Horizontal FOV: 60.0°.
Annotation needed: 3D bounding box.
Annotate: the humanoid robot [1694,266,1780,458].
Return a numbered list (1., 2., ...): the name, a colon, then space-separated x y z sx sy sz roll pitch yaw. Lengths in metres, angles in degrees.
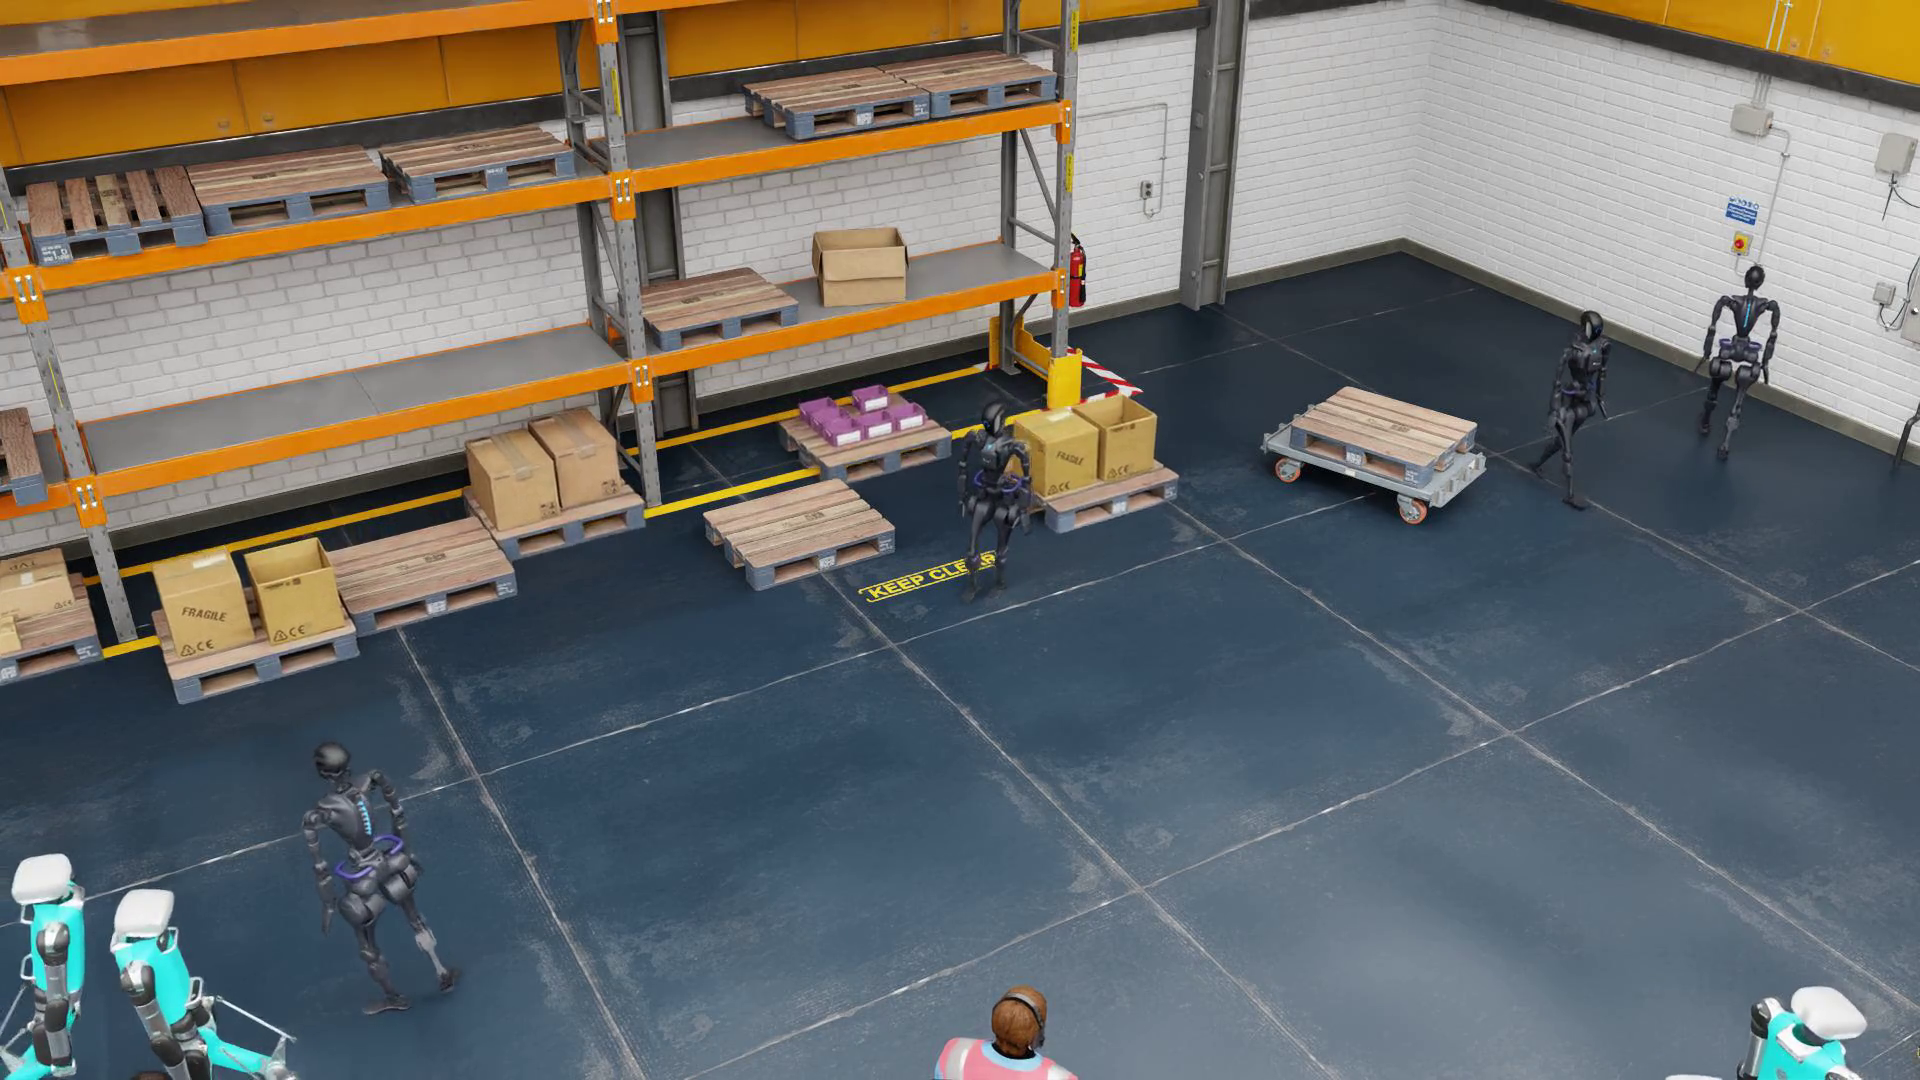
1. humanoid robot: 6.703 -1.578 14.376 0.601 1.620 0.775 11 31 19

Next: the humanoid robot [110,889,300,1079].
1. humanoid robot: -3.276 2.279 7.479 0.659 1.832 0.539 -8 31 -14

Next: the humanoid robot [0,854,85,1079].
1. humanoid robot: -4.242 2.234 7.543 0.810 1.776 0.538 -11 31 -19

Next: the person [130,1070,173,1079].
1. person: -2.929 2.803 6.390 0.535 1.870 0.416 -8 30 -14

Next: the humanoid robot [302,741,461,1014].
1. humanoid robot: -2.962 1.739 8.473 0.466 1.645 0.609 18 34 28

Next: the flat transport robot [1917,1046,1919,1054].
1. flat transport robot: 5.645 2.651 8.282 1.431 0.231 0.659 22 36 33

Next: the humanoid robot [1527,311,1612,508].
1. humanoid robot: 5.037 -1.122 13.595 0.607 1.623 0.822 -13 32 -22

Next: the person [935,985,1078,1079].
1. person: 0.212 2.564 6.854 0.628 1.836 0.431 11 31 19

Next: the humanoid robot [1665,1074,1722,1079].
1. humanoid robot: 2.718 2.708 6.702 0.532 1.808 0.682 0 29 0

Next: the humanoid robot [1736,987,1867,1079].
1. humanoid robot: 3.551 2.591 6.979 0.667 1.884 0.541 -10 31 -16

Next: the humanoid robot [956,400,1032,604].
1. humanoid robot: 0.239 -0.264 12.022 0.612 1.644 0.536 13 32 22
